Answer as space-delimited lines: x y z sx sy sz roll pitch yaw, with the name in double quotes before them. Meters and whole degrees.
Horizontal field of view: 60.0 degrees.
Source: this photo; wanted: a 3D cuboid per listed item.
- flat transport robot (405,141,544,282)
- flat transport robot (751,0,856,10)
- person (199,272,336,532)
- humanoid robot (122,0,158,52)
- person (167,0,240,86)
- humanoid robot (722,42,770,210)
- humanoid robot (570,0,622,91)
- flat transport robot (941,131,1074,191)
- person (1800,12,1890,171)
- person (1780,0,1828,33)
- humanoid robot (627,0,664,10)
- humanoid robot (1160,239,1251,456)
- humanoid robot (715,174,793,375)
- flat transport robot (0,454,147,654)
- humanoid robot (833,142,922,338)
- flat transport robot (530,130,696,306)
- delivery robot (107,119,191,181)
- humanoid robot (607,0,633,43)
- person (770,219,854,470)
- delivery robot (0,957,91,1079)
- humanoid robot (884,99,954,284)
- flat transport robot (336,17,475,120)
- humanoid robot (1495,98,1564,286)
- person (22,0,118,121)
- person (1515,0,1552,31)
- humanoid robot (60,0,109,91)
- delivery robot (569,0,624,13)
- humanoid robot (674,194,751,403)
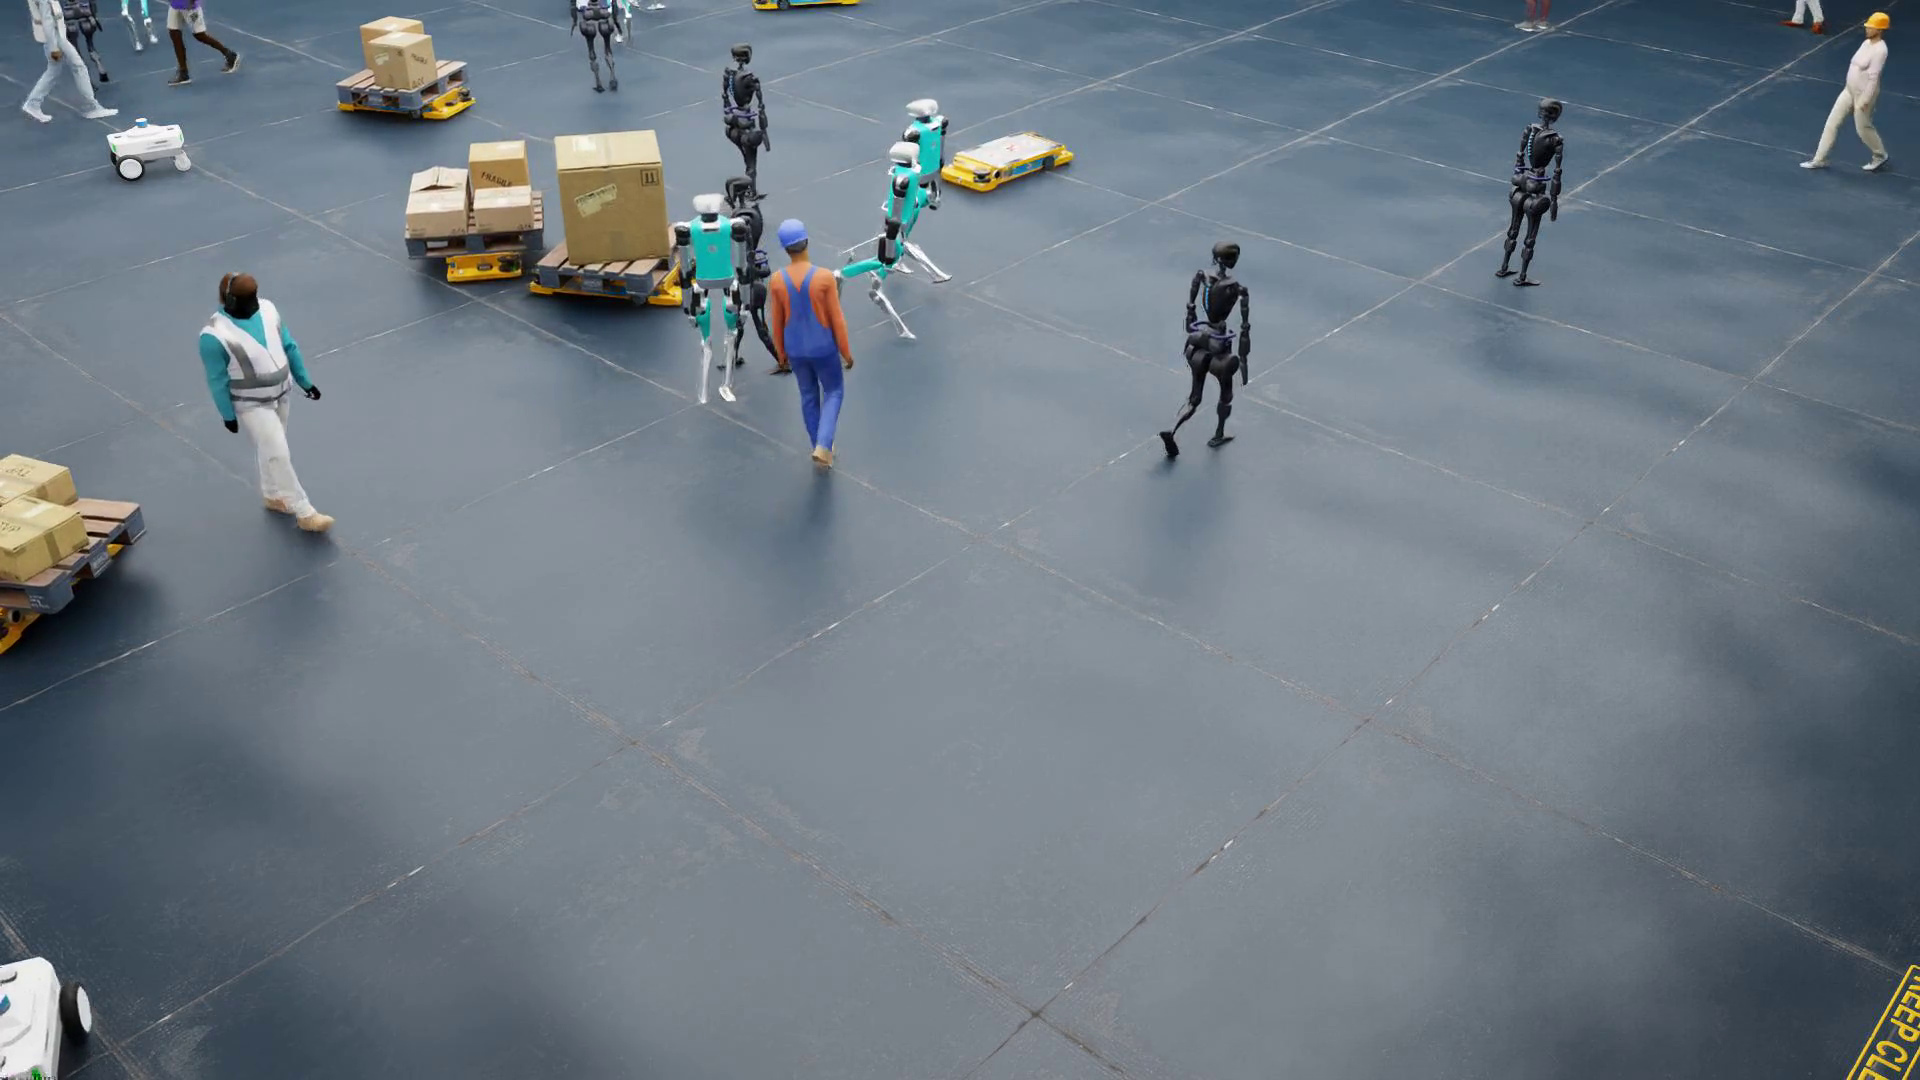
"flat transport robot" -4.509 -2.786 15.641 0.659 0.231 1.431 -6 32 -10
"flat transport robot" -2.241 -7.742 23.620 1.431 0.231 0.659 -8 33 -12
"person" -4.573 -0.928 11.179 0.788 1.815 0.649 12 34 18
"humanoid robot" -10.579 -7.117 21.245 0.561 1.780 0.885 -10 33 -15
"person" -9.312 -6.512 20.062 0.602 1.938 0.882 22 38 31
"humanoid robot" -2.173 -4.076 16.404 0.608 1.636 0.710 24 39 33
"humanoid robot" -4.347 -6.193 19.792 0.611 1.644 0.340 -12 34 -19
"flat transport robot" 0.494 -4.022 17.630 0.659 0.231 1.431 27 41 37
"person" 9.433 -4.653 17.321 0.813 1.666 0.478 -1 32 -1
"person" 11.435 -7.711 22.120 0.549 1.805 0.554 13 34 19
"humanoid robot" -4.278 -8.059 22.732 0.955 1.741 0.549 18 36 26
"humanoid robot" 1.804 -1.385 12.069 0.659 1.626 0.615 -26 40 -35
"humanoid robot" -1.690 -2.086 13.209 0.612 1.634 0.626 -6 32 -10
"flat transport robot" -6.074 0.240 10.767 0.659 0.231 1.431 5 32 8
"humanoid robot" -0.812 -2.441 13.744 1.017 1.766 0.556 5 32 9
"flat transport robot" -3.070 -2.379 14.985 1.431 0.231 0.659 7 32 11
"delivery robot" -8.586 -4.138 17.544 0.774 0.592 0.499 -17 36 -25
"humanoid robot" -4.444 -7.186 21.396 0.530 1.848 0.776 -11 33 -17
"person" -1.047 -1.338 11.794 0.574 1.873 0.534 5 32 8
"delivery robot" -4.170 2.212 7.329 0.499 0.603 0.807 -11 34 -18
"humanoid robot" -0.448 -3.061 14.665 0.992 1.723 0.558 22 38 31
"flat transport robot" -6.482 -5.147 19.443 1.431 0.231 0.659 9 33 14
"humanoid robot" 5.107 -3.111 14.818 0.307 1.655 0.609 -11 34 -18
"person" -10.250 -5.648 18.719 0.885 1.889 0.597 -19 37 -28
"person" 7.756 -7.725 22.129 0.555 1.810 0.373 -12 34 -18
"humanoid robot" -10.551 -6.200 19.800 0.606 1.654 0.365 -26 40 -35
"delivery robot" -5.103 -7.731 23.323 0.765 0.586 0.499 -11 33 -17
"humanoid robot" -1.873 -1.847 12.770 0.532 1.815 0.681 -5 32 -8
